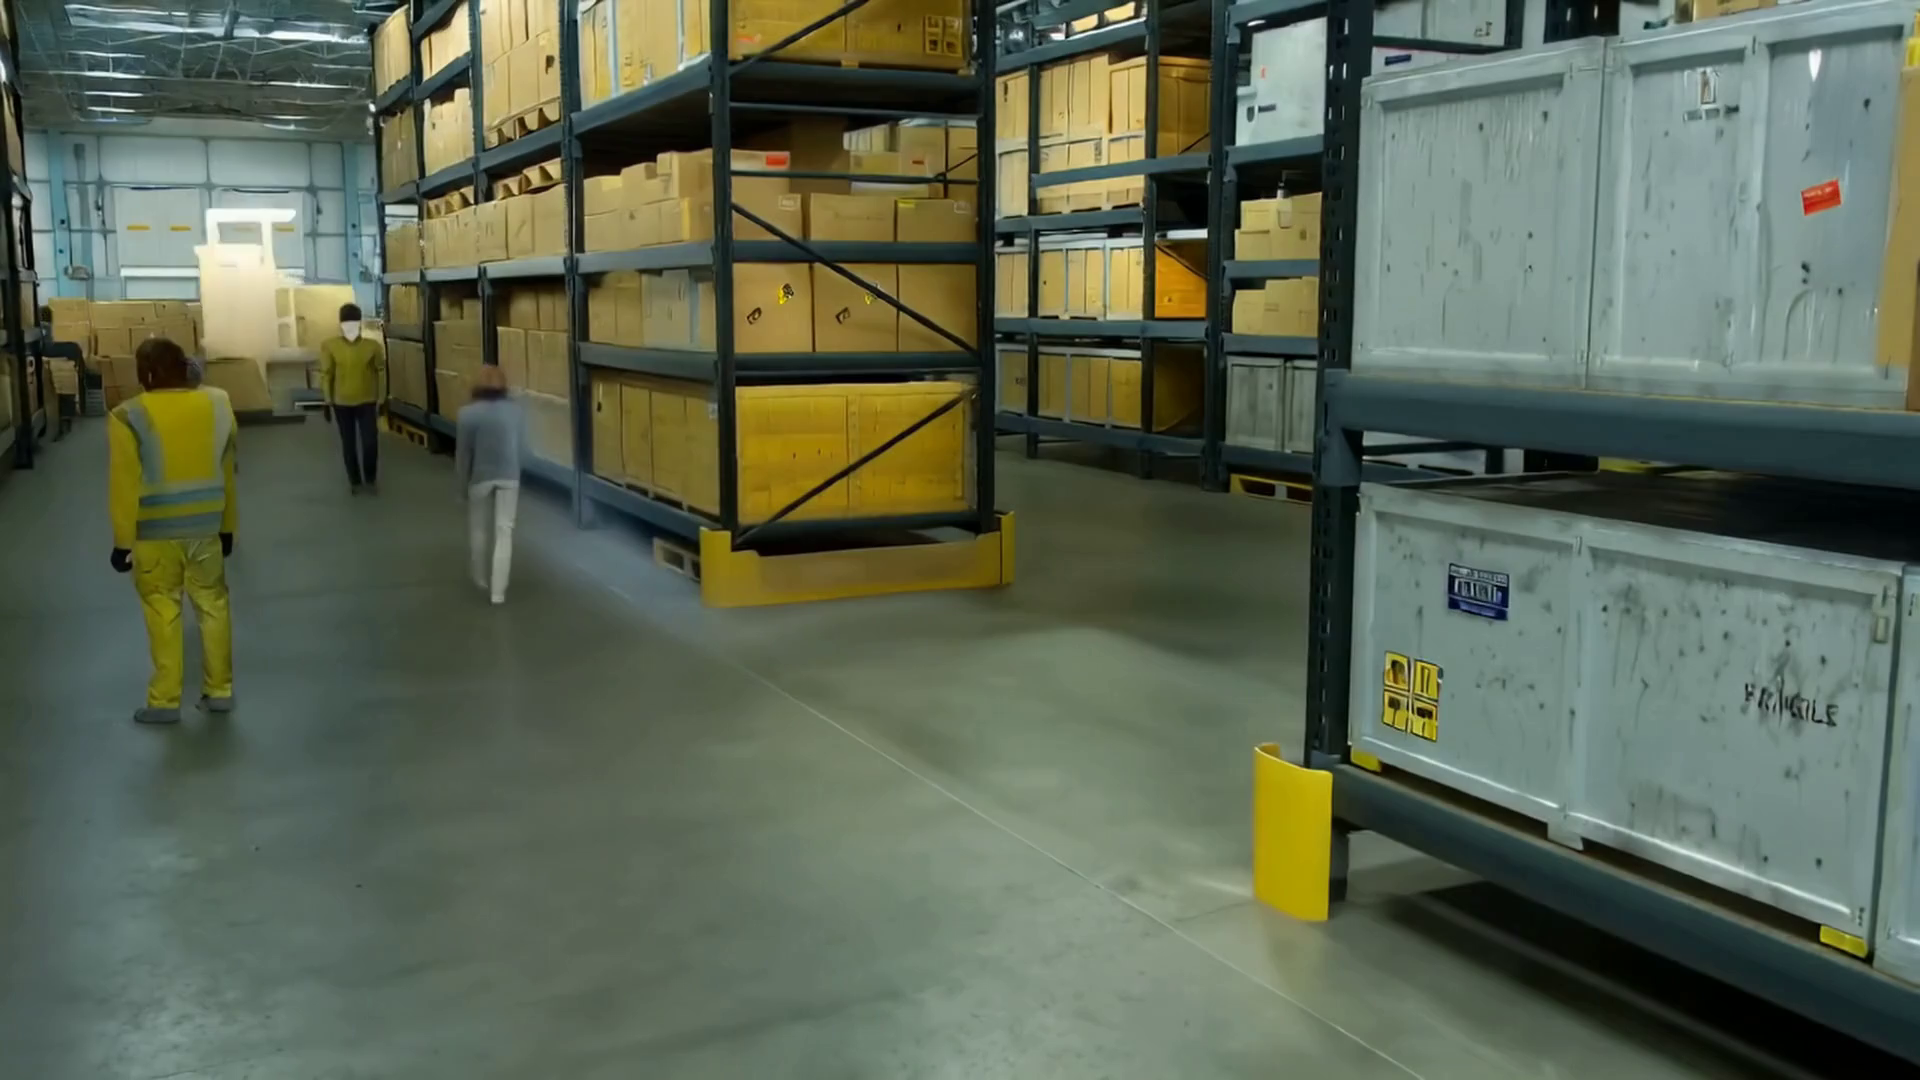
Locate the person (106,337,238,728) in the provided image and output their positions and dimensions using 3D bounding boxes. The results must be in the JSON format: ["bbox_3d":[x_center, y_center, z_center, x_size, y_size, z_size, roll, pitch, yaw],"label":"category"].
[{"bbox_3d":[-3.741,-0.035,7.898,0.429,1.844,0.623,6,10,34],"label":"person"}]

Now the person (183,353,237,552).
[{"bbox_3d":[-5.732,-0.603,12.554,0.526,1.620,0.554,-2,8,-12],"label":"person"}]

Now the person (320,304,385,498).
[{"bbox_3d":[-6.123,-1.390,16.796,0.641,1.960,0.823,-4,9,-24],"label":"person"}]

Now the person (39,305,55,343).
[{"bbox_3d":[-17.481,-3.563,32.048,0.802,1.889,0.614,-8,11,-42],"label":"person"}]

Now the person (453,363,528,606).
[{"bbox_3d":[-3.137,-0.382,11.138,0.496,1.580,0.862,-3,9,-20],"label":"person"}]

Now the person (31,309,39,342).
[{"bbox_3d":[-26.505,-5.853,47.819,0.911,1.903,0.655,-8,12,-44],"label":"person"}]

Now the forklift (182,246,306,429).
[{"bbox_3d":[-11.284,-3.144,25.767,1.129,2.768,1.873,2,9,15],"label":"forklift"}]

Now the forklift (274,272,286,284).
[{"bbox_3d":[-20.376,-6.535,49.152,1.873,2.768,1.129,6,10,35],"label":"forklift"}]
